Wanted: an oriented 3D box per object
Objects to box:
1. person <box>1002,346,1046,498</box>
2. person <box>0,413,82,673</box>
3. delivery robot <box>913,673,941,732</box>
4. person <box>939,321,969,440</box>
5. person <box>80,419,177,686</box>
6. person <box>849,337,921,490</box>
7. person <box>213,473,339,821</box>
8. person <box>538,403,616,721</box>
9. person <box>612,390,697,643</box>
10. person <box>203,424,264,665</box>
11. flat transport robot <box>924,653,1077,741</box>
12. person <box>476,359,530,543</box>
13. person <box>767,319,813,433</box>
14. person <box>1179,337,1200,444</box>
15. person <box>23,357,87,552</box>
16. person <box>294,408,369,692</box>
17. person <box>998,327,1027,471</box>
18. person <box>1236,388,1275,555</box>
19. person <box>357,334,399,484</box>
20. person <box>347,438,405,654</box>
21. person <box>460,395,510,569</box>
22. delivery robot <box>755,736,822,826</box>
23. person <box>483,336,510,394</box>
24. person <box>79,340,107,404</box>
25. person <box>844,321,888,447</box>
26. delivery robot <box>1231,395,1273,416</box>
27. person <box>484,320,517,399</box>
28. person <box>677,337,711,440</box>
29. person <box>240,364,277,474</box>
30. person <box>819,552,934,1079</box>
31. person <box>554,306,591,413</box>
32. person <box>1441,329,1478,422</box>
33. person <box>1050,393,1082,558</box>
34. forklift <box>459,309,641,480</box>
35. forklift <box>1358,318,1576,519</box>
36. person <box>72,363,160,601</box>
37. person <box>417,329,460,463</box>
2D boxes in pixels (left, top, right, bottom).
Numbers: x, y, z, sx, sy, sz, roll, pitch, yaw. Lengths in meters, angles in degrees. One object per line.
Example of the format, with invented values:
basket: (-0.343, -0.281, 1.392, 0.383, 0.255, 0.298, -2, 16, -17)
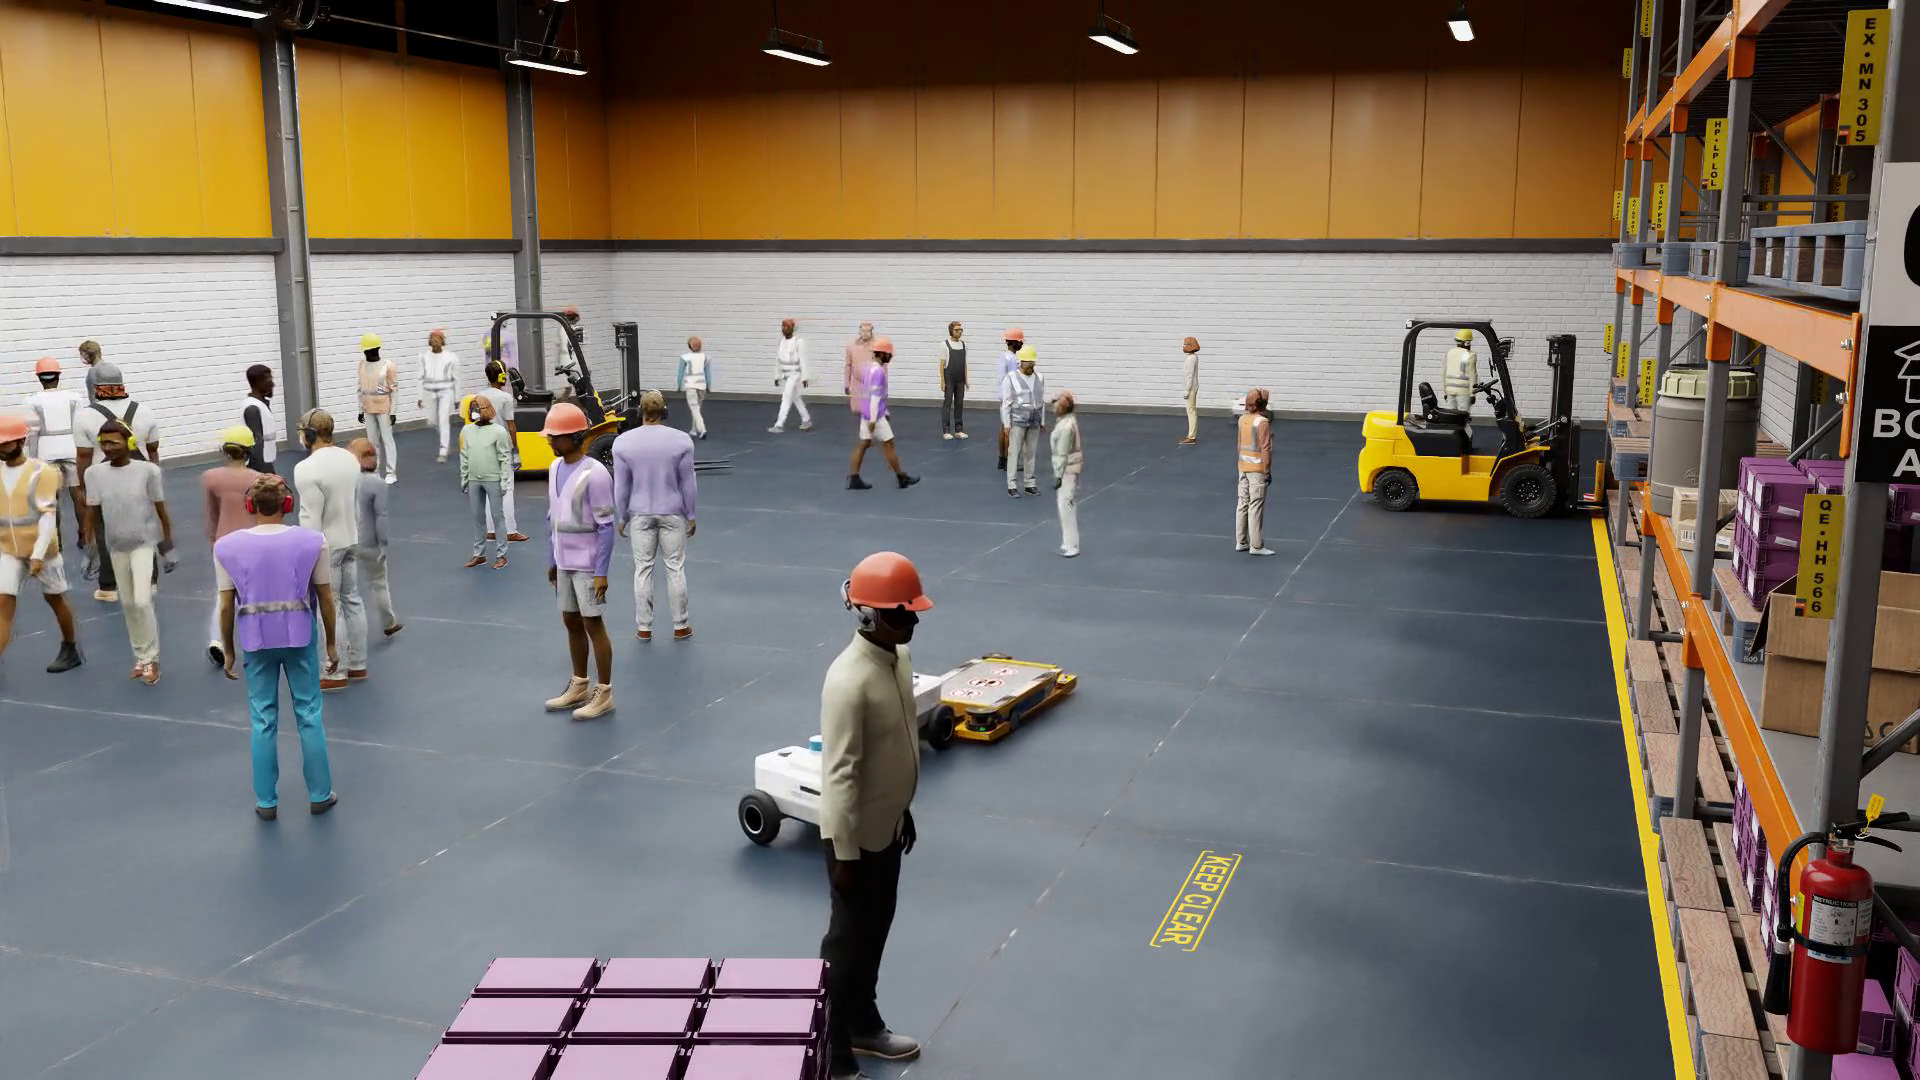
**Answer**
person: (0.788, -1.424, 20.033, 0.601, 1.827, 0.404, -6, 12, -30)
person: (-6.492, 0.071, 11.465, 0.550, 1.869, 1.035, 1, 10, 3)
delivery robot: (-0.405, 0.972, 9.864, 0.477, 0.478, 0.707, 5, 11, 27)
person: (-0.083, -2.490, 25.990, 0.512, 1.846, 0.340, -7, 12, -33)
person: (-5.770, 0.087, 11.497, 0.532, 1.844, 0.717, -1, 10, -4)
person: (-0.957, -1.560, 20.626, 0.953, 1.884, 0.556, -4, 11, -19)
person: (-3.587, 0.569, 8.774, 0.570, 1.840, 0.373, -4, 11, -19)
person: (-2.468, 0.139, 10.639, 0.615, 2.038, 0.395, 10, 14, 44)
person: (-2.319, -0.178, 12.708, 0.627, 1.940, 0.370, -1, 10, -6)
person: (-5.269, 0.022, 12.151, 0.520, 1.737, 0.832, 0, 10, -1)
flat transport robot: (0.193, 0.997, 10.786, 0.652, 0.197, 1.431, 5, 11, 25)
person: (-4.689, -0.903, 16.988, 0.510, 1.872, 0.328, 5, 11, 26)
person: (-2.754, -2.680, 27.107, 0.587, 1.838, 0.999, 10, 14, 44)
person: (3.518, -2.290, 25.462, 0.284, 1.633, 0.500, 2, 10, 14)
person: (-8.961, -0.847, 16.508, 0.542, 1.928, 0.374, -9, 13, -41)
person: (-4.287, 0.069, 11.318, 0.353, 1.937, 0.635, 2, 10, 12)
person: (0.711, -1.901, 22.417, 0.375, 1.935, 0.550, -3, 10, -16)
person: (2.889, -0.671, 16.323, 0.310, 1.642, 0.514, -4, 11, -21)
person: (-7.394, -1.655, 21.087, 0.584, 1.918, 0.381, 4, 11, 19)
person: (-4.486, 0.024, 12.538, 0.511, 1.588, 0.845, 1, 10, 3)
person: (-4.467, -0.544, 15.628, 0.507, 1.633, 0.278, 3, 11, 17)
delivery robot: (-0.705, 1.233, 8.398, 0.707, 0.478, 0.477, 9, 14, 41)
person: (-6.630, -2.000, 23.502, 0.656, 1.745, 0.557, -9, 14, -42)
person: (-10.086, -1.410, 19.713, 0.506, 1.915, 0.705, -3, 11, -17)
person: (-1.418, -2.375, 25.204, 0.660, 1.892, 0.620, 2, 10, 10)
delivery robot: (4.936, -2.270, 28.121, 0.707, 0.478, 0.477, 2, 10, 10)
person: (-7.643, -2.840, 27.833, 0.654, 1.902, 0.402, 6, 12, 30)
person: (-4.135, -2.382, 26.053, 0.521, 1.606, 0.809, -7, 12, -33)
person: (-6.638, -0.710, 15.766, 0.387, 1.920, 0.592, -3, 11, -18)
person: (-0.295, 1.013, 5.911, 0.432, 1.981, 0.634, 3, 10, 15)
person: (-6.547, -2.929, 28.021, 0.671, 2.008, 0.668, 1, 10, 6)
person: (7.276, -2.162, 24.181, 0.404, 1.834, 0.591, -6, 12, -32)
person: (1.036, -0.652, 16.320, 0.326, 1.611, 0.607, 1, 10, 5)
forklift: (-5.354, -1.902, 21.697, 2.313, 2.155, 1.214, -2, 10, -13)
forklift: (5.787, -1.437, 19.079, 2.313, 2.155, 1.214, 3, 11, 19)
person: (-7.250, -0.505, 14.265, 0.539, 2.000, 0.689, 9, 13, 40)
person: (-7.307, -2.038, 23.409, 0.573, 1.860, 0.678, 0, 10, 2)
